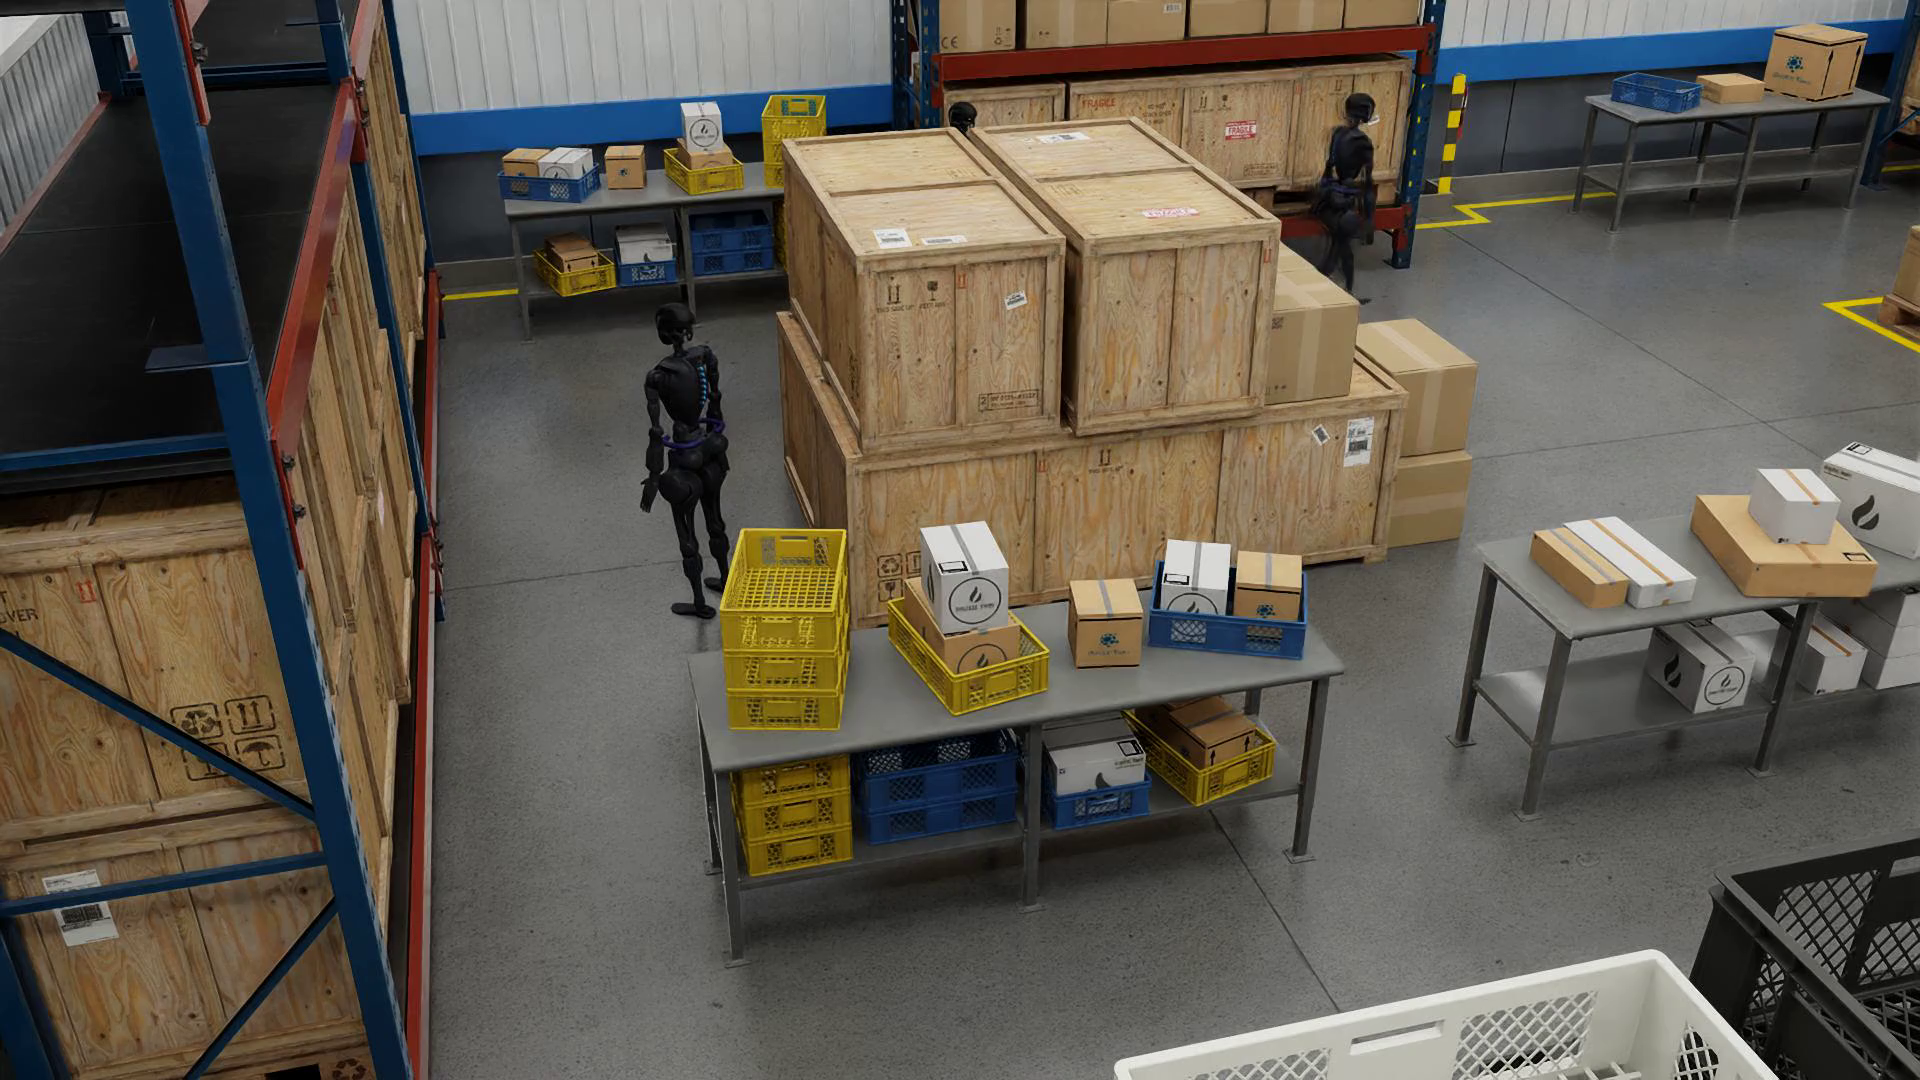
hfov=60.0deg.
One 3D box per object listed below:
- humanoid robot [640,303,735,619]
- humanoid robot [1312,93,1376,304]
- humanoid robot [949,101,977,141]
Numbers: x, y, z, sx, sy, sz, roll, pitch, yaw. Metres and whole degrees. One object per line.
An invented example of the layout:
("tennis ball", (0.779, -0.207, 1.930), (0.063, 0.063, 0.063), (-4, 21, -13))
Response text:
("humanoid robot", (-1.363, -0.400, 8.369), (0.315, 1.657, 0.611), (15, 32, 26))
("humanoid robot", (2.751, -2.435, 12.119), (0.744, 1.638, 0.606), (-8, 30, -13))
("humanoid robot", (0.014, -2.270, 11.764), (0.327, 1.657, 0.589), (18, 34, 30))
